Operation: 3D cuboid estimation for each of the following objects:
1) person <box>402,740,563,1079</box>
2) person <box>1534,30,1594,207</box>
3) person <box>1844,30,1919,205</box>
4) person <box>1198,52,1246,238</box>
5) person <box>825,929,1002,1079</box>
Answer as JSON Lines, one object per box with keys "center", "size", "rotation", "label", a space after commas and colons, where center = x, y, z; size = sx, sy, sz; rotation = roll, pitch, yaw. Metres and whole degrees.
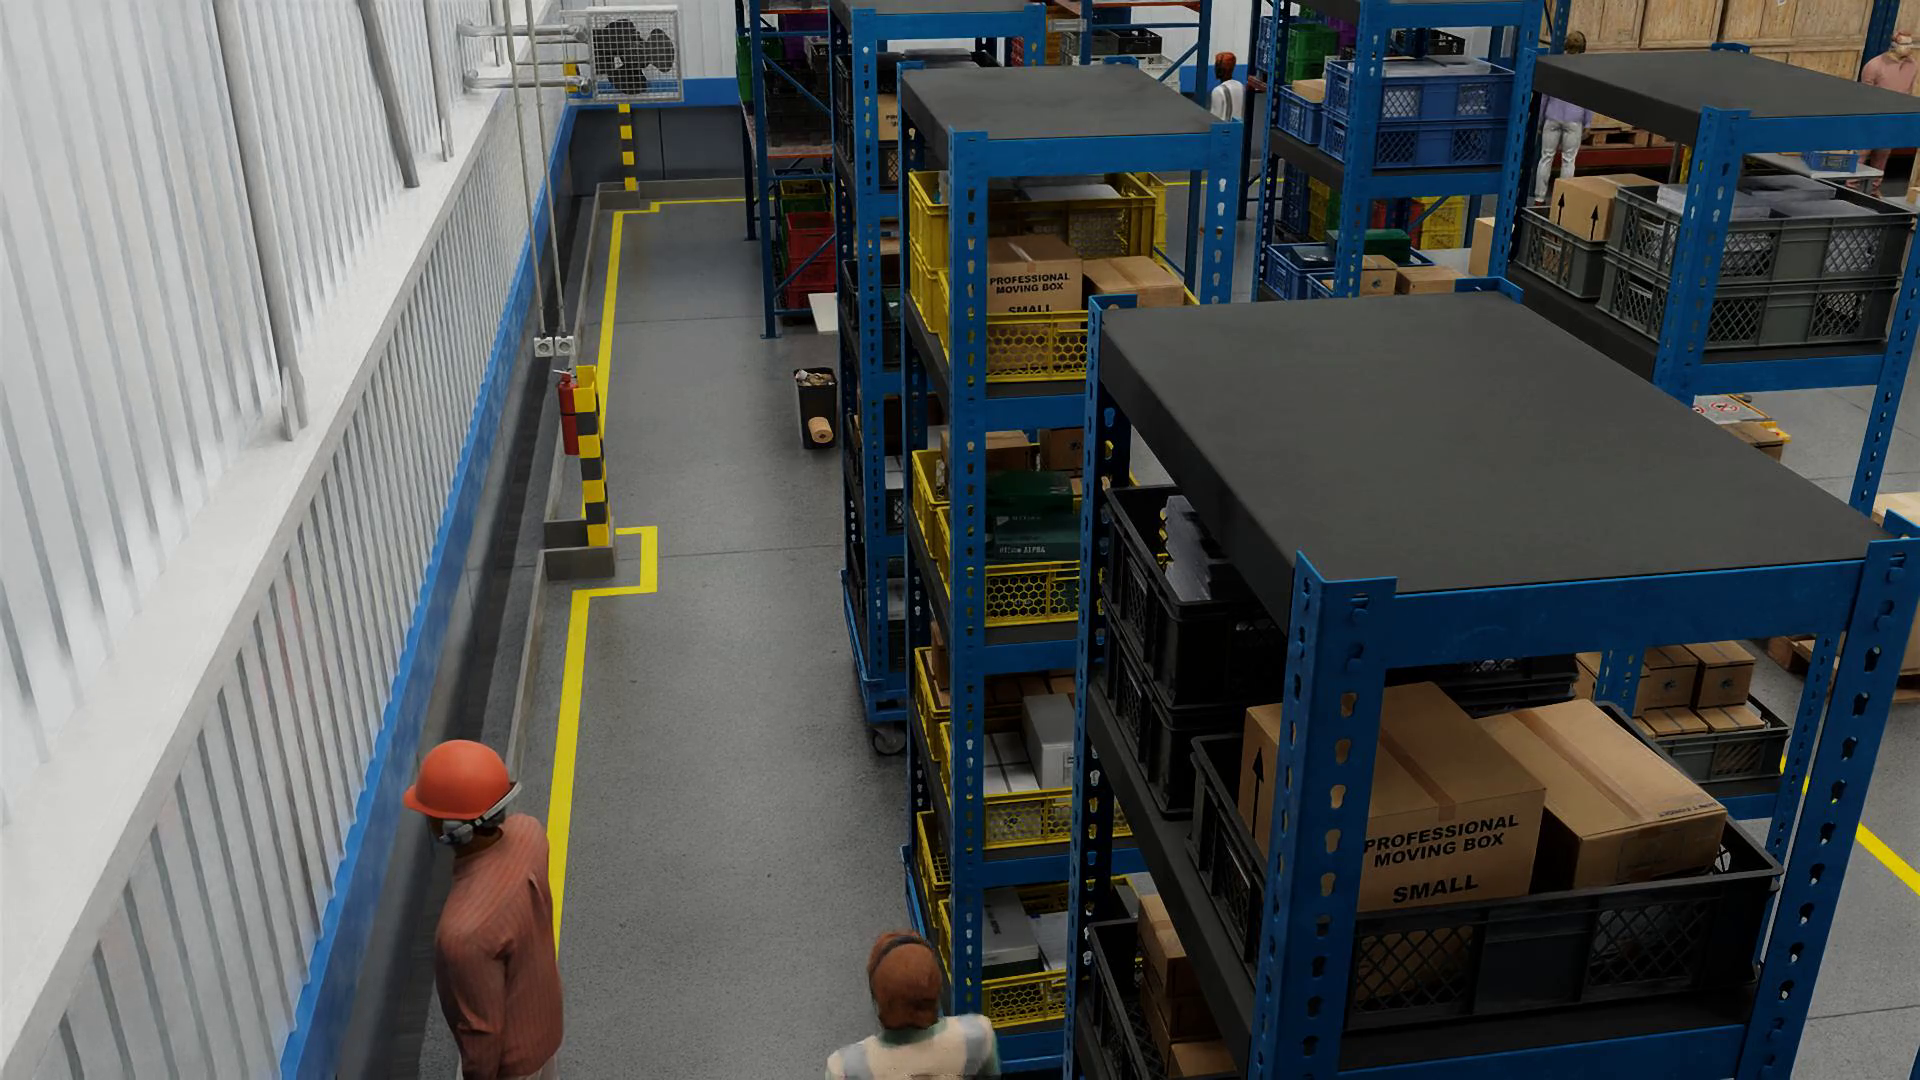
{"center": [-1.375, 1.476, 5.010], "size": [0.381, 1.994, 0.614], "rotation": [1, 25, 2], "label": "person"}
{"center": [6.630, -4.590, 18.263], "size": [0.630, 1.940, 0.372], "rotation": [15, 29, 29], "label": "person"}
{"center": [10.300, -4.689, 18.528], "size": [0.672, 1.902, 0.395], "rotation": [-4, 25, -9], "label": "person"}
{"center": [2.738, -4.100, 17.276], "size": [0.345, 1.879, 0.581], "rotation": [16, 29, 31], "label": "person"}
{"center": [-0.101, 1.851, 4.676], "size": [0.537, 1.657, 0.556], "rotation": [-11, 27, -22], "label": "person"}
